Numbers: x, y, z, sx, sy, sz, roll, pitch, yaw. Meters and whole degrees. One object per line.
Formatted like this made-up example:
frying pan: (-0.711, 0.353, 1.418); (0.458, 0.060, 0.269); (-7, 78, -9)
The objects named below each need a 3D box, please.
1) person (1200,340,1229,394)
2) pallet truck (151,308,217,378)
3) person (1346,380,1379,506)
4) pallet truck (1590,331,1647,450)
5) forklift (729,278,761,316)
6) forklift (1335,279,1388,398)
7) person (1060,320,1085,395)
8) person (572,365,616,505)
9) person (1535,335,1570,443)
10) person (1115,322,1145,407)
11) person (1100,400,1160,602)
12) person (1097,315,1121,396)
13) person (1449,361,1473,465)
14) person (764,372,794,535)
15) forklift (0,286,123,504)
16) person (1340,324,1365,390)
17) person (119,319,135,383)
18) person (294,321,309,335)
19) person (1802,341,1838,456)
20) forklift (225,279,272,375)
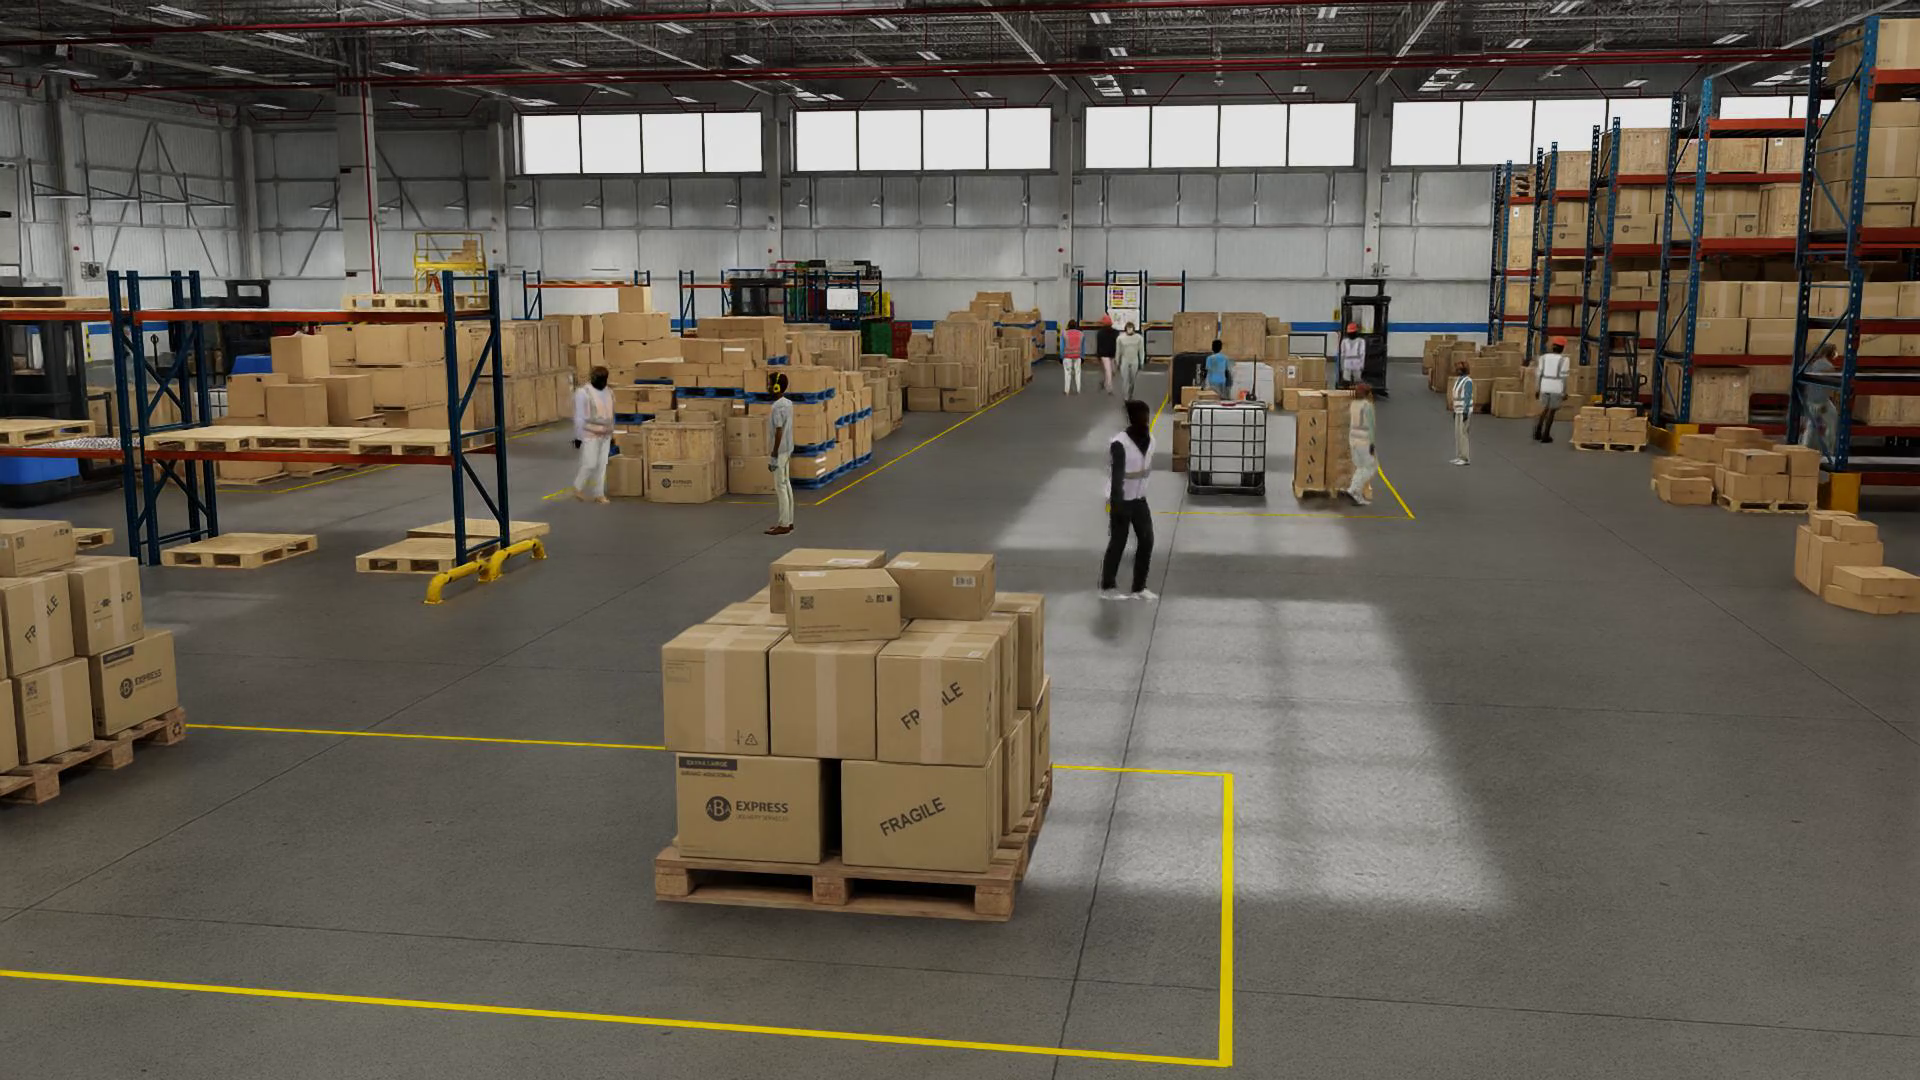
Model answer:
person: (5.008, -3.121, 32.927); (0.542, 1.654, 0.859); (-7, 11, -36)
pallet truck: (-21.869, -5.598, 47.154); (0.823, 1.965, 1.885); (4, 10, 26)
person: (5.166, -1.233, 21.343); (0.365, 1.626, 0.534); (-3, 10, -19)
pallet truck: (11.253, -2.573, 28.499); (0.823, 1.965, 1.885); (5, 10, 27)
forklift: (-5.786, -5.667, 44.865); (1.873, 2.768, 1.129); (7, 11, 35)
forklift: (9.678, -4.875, 39.981); (1.129, 2.768, 1.873); (1, 9, 9)
person: (2.725, -4.445, 40.521); (0.634, 1.842, 0.429); (-2, 9, -13)
person: (-4.735, -1.360, 21.567); (0.498, 1.820, 0.632); (6, 11, 34)
person: (10.424, -2.646, 29.239); (0.444, 1.904, 0.556); (-9, 13, -42)
person: (3.811, -3.936, 37.274); (0.638, 1.885, 1.037); (-1, 9, -3)
person: (1.538, -0.342, 15.112); (0.609, 1.872, 0.719); (-9, 13, -43)
person: (3.594, -4.491, 40.417); (0.640, 1.968, 0.600); (-4, 10, -22)
person: (7.854, -1.985, 26.002); (0.318, 1.631, 0.524); (-1, 9, -3)
person: (-2.084, -0.992, 19.130); (0.328, 1.876, 0.514); (1, 9, 9)
forklift: (-12.268, -1.953, 21.957); (1.129, 2.768, 1.873); (1, 9, 9)
person: (8.528, -3.747, 36.142); (0.553, 1.896, 0.959); (4, 10, 22)
person: (-22.338, -5.156, 44.724); (0.587, 1.908, 0.578); (9, 13, 44)
person: (-14.768, -3.987, 37.416); (0.371, 1.935, 0.627); (0, 9, 1)
person: (13.680, -2.156, 26.166); (0.773, 1.913, 0.662); (2, 9, 10)
forklift: (-16.303, -4.603, 38.304); (1.873, 2.768, 1.129); (7, 11, 36)
